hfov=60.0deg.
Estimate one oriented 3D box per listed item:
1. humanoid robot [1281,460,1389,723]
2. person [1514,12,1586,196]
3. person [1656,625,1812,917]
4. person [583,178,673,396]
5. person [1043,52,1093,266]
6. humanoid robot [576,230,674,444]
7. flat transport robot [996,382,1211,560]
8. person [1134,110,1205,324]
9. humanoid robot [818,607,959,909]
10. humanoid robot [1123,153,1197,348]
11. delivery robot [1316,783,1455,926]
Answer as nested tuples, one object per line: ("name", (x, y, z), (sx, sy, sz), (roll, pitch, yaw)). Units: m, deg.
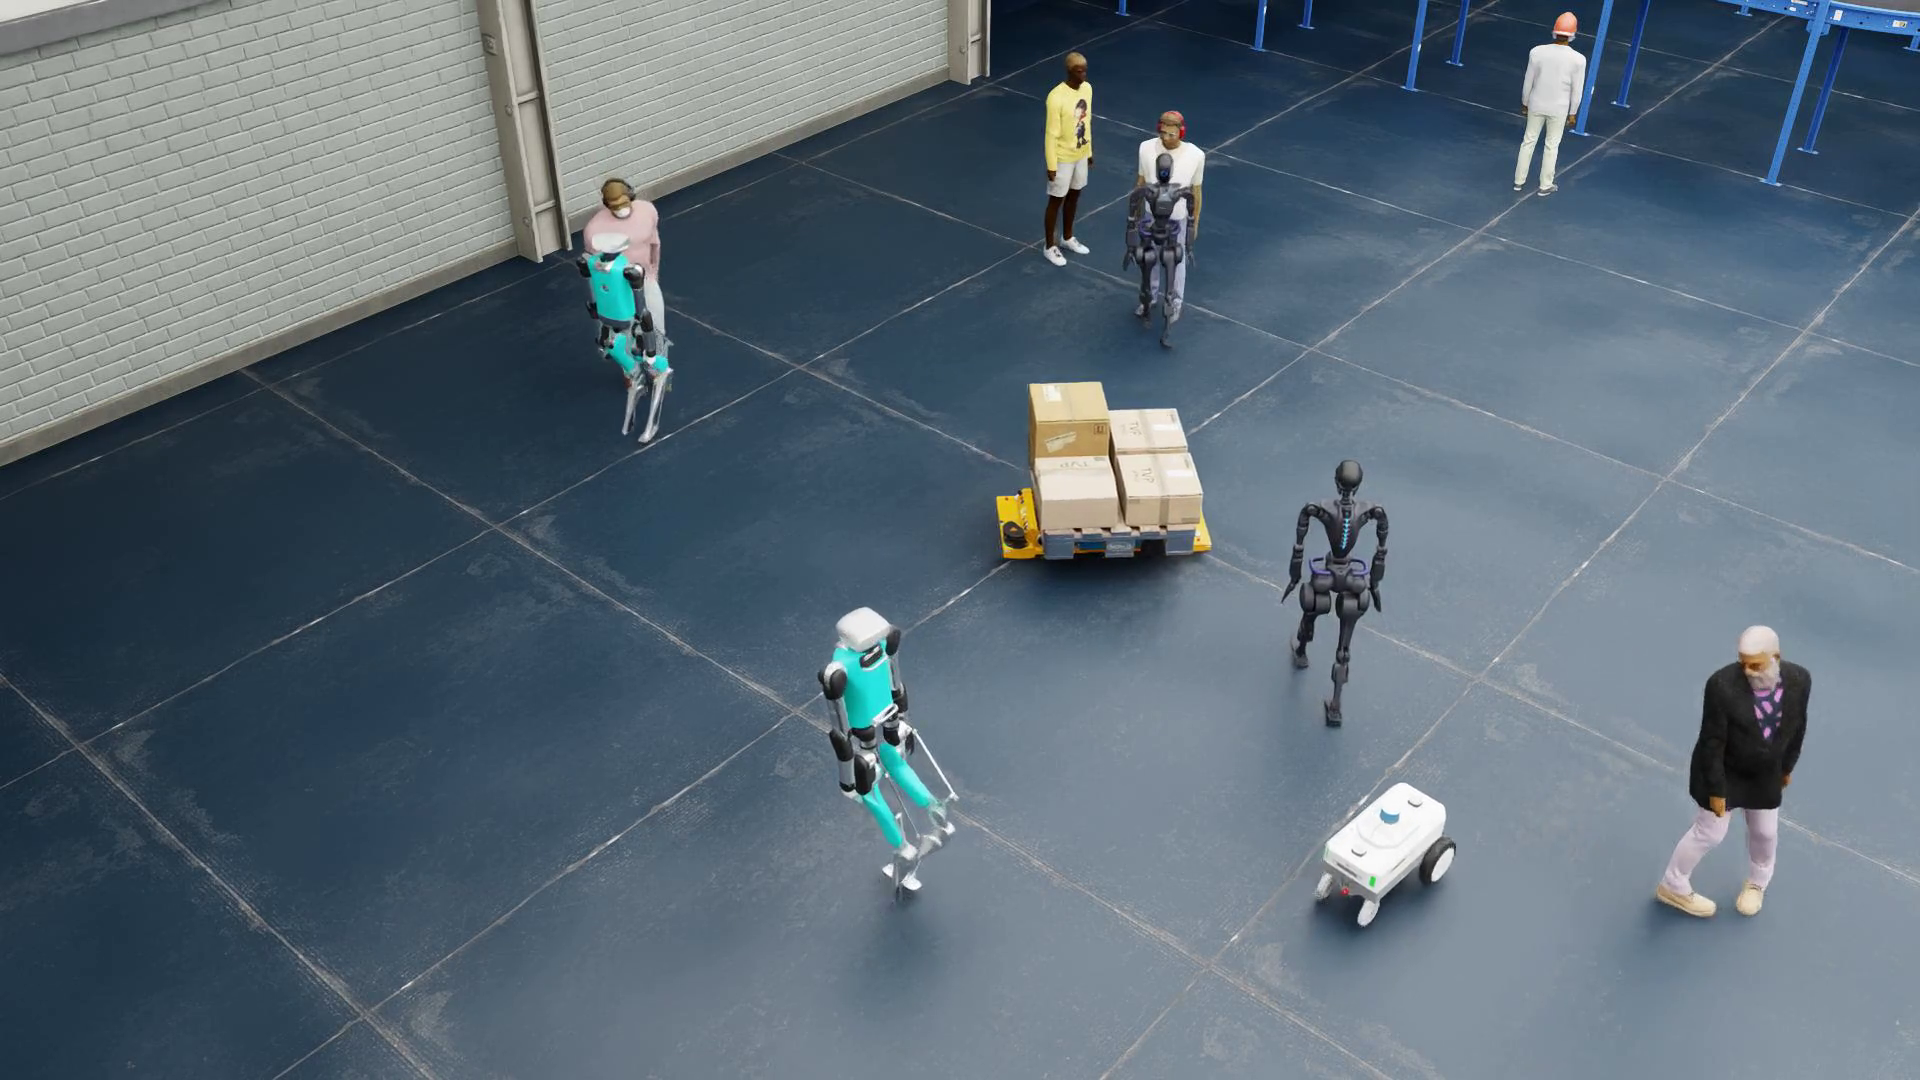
("humanoid robot", (2.226, 0.243, 9.868), (0.589, 1.620, 0.779), (2, 36, 3))
("person", (5.672, -4.185, 15.980), (0.566, 1.755, 0.319), (23, 41, 28))
("person", (3.991, 1.168, 8.422), (0.650, 1.808, 0.449), (-3, 36, -4))
("person", (-2.539, -1.923, 12.683), (0.645, 1.897, 0.542), (-23, 41, -28))
("person", (0.959, -3.395, 14.751), (0.555, 1.898, 0.359), (-29, 45, -35))
("humanoid robot", (-2.368, -1.510, 12.245), (0.531, 1.799, 0.691), (15, 38, 20))
("flat transport robot", (0.990, -0.151, 11.600), (1.431, 0.231, 0.659), (-2, 36, -3))
("person", (1.724, -2.703, 13.838), (0.567, 1.834, 0.392), (16, 38, 21))
("humanoid robot", (-0.295, 1.222, 8.478), (0.756, 1.873, 0.531), (23, 42, 29))
("humanoid robot", (1.642, -2.384, 13.537), (0.603, 1.627, 0.685), (1, 35, 2))
("delivery robot", (2.253, 1.628, 8.843), (0.769, 0.580, 0.499), (-29, 45, -34))
